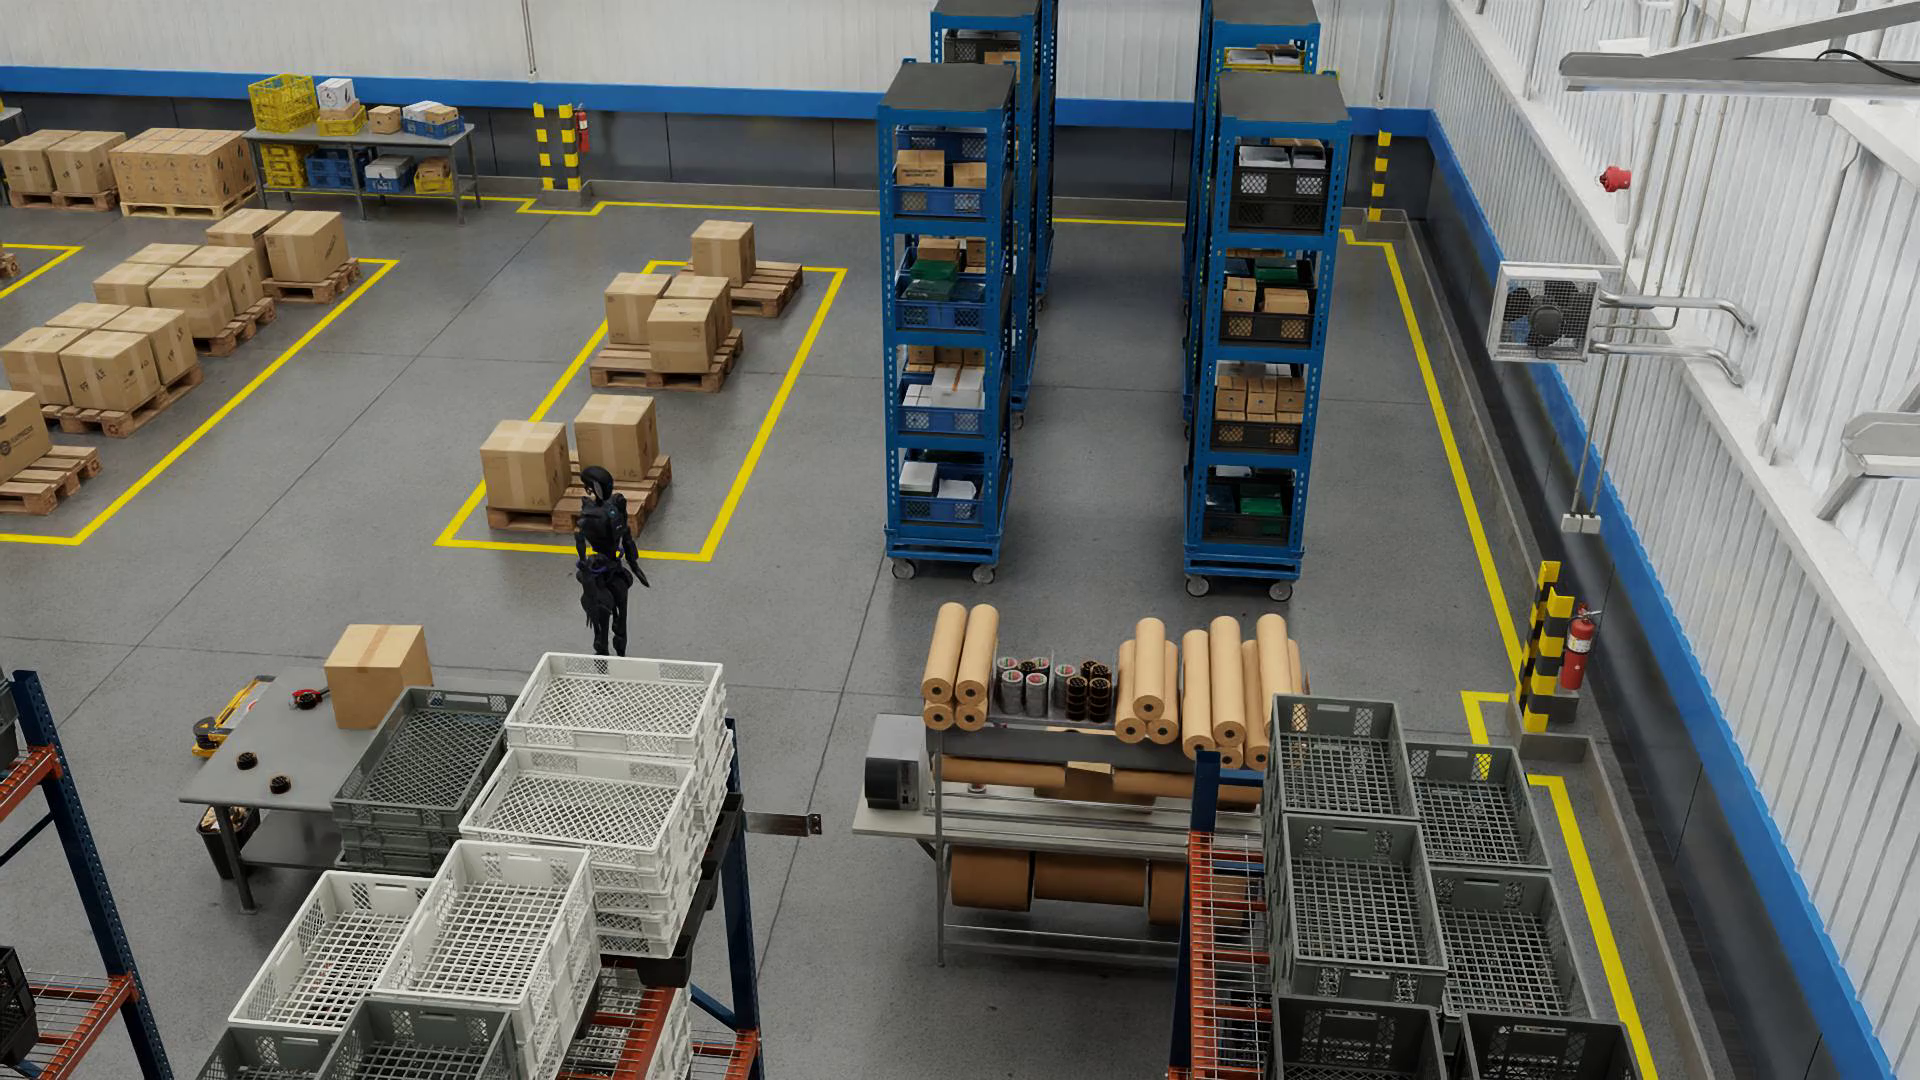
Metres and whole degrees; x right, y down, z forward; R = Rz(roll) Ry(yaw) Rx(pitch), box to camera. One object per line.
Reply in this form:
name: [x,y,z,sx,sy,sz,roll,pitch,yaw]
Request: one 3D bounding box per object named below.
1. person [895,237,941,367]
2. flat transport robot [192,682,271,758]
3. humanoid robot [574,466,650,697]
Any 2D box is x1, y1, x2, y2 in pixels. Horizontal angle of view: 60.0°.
person: [-0.280,-1.693,14.002,0.605,1.854,0.450,7,31,12]
flat transport robot: [-4.089,1.163,10.648,1.431,0.197,0.652,3,30,6]
humanoid robot: [-2.272,0.269,10.798,0.331,1.657,0.586,12,32,19]
